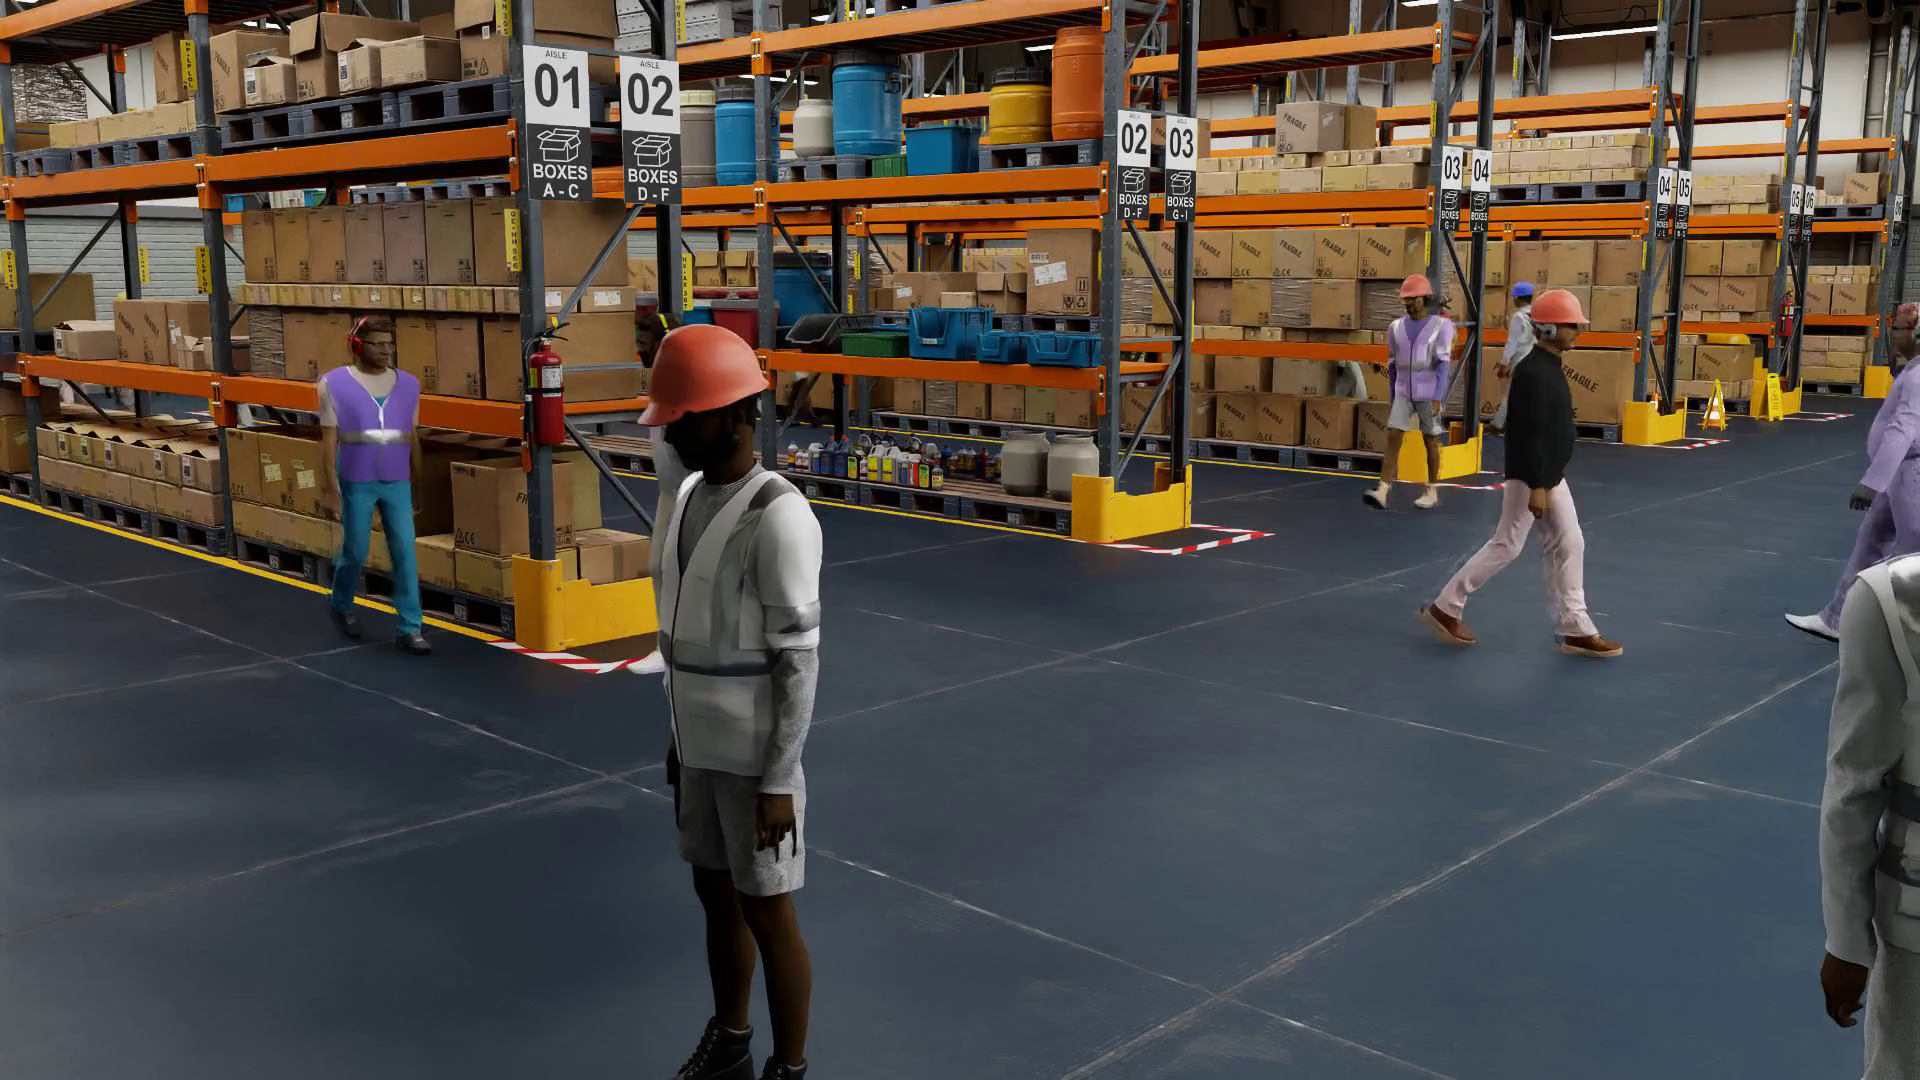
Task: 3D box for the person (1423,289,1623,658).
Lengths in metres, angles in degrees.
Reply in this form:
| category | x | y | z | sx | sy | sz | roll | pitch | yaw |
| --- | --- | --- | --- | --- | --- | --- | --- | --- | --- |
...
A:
| category | x | y | z | sx | sy | sz | roll | pitch | yaw |
| --- | --- | --- | --- | --- | --- | --- | --- | --- | --- |
| person | 3.019 | -0.363 | 8.907 | 1.002 | 1.956 | 0.639 | 6 | 11 | 32 |

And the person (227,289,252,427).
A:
| category | x | y | z | sx | sy | sz | roll | pitch | yaw |
| --- | --- | --- | --- | --- | --- | --- | --- | --- | --- |
| person | -7.783 | -1.777 | 17.686 | 0.662 | 1.907 | 0.430 | -7 | 12 | -37 |

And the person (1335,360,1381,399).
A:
| category | x | y | z | sx | sy | sz | roll | pitch | yaw |
| --- | --- | --- | --- | --- | --- | --- | --- | --- | --- |
| person | 4.935 | -2.205 | 20.383 | 0.945 | 1.876 | 0.616 | 6 | 11 | 33 |

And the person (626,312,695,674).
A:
| category | x | y | z | sx | sy | sz | roll | pitch | yaw |
| --- | --- | --- | --- | --- | --- | --- | --- | --- | --- |
| person | -1.330 | -0.241 | 8.482 | 0.712 | 1.840 | 0.535 | -5 | 11 | -28 |

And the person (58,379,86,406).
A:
| category | x | y | z | sx | sy | sz | roll | pitch | yaw |
| --- | --- | --- | --- | --- | --- | --- | --- | --- | --- |
| person | -11.482 | -2.405 | 21.437 | 0.608 | 1.946 | 1.030 | -6 | 11 | -34 |

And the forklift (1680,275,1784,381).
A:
| category | x | y | z | sx | sy | sz | roll | pitch | yaw |
| --- | --- | --- | --- | --- | --- | --- | --- | --- | --- |
| forklift | 12.480 | -3.427 | 27.053 | 1.214 | 2.155 | 2.313 | 9 | 13 | 43 |

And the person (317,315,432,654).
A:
| category | x | y | z | sx | sy | sz | roll | pitch | yaw |
| --- | --- | --- | --- | --- | --- | --- | --- | --- | --- |
| person | -3.212 | -0.317 | 9.039 | 0.584 | 1.809 | 0.870 | -8 | 12 | -40 |

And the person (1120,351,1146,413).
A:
| category | x | y | z | sx | sy | sz | roll | pitch | yaw |
| --- | --- | --- | --- | --- | --- | --- | --- | --- | --- |
| person | 2.212 | -2.399 | 21.701 | 0.627 | 1.844 | 0.429 | 4 | 10 | 23 |

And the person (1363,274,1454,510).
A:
| category | x | y | z | sx | sy | sz | roll | pitch | yaw |
| --- | --- | --- | --- | --- | --- | --- | --- | --- | --- |
| person | 3.818 | -1.231 | 14.076 | 0.614 | 1.995 | 1.017 | 8 | 12 | 39 |

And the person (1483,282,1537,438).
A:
| category | x | y | z | sx | sy | sz | roll | pitch | yaw |
| --- | --- | --- | --- | --- | --- | --- | --- | --- | --- |
| person | 6.673 | -2.129 | 19.881 | 0.986 | 1.891 | 0.636 | 8 | 12 | 41 |

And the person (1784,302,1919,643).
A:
| category | x | y | z | sx | sy | sz | roll | pitch | yaw |
| --- | --- | --- | --- | --- | --- | --- | --- | --- | --- |
| person | 4.880 | -0.309 | 8.807 | 0.839 | 1.873 | 0.651 | 5 | 10 | 27 |

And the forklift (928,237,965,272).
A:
| category | x | y | z | sx | sy | sz | roll | pitch | yaw |
| --- | --- | --- | --- | --- | --- | --- | --- | --- | --- |
| forklift | -0.326 | -5.817 | 39.609 | 1.129 | 2.768 | 1.873 | 9 | 13 | 43 |

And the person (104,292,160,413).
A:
| category | x | y | z | sx | sy | sz | roll | pitch | yaw |
| --- | --- | --- | --- | --- | --- | --- | --- | --- | --- |
| person | -8.715 | -1.704 | 17.542 | 0.746 | 1.811 | 0.599 | 8 | 12 | 42 |

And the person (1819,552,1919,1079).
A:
| category | x | y | z | sx | sy | sz | roll | pitch | yaw |
| --- | --- | --- | --- | --- | --- | --- | --- | --- | --- |
| person | 1.737 | 0.664 | 2.788 | 0.575 | 1.884 | 0.355 | 1 | 9 | 4 |

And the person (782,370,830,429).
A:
| category | x | y | z | sx | sy | sz | roll | pitch | yaw |
| --- | --- | --- | --- | --- | --- | --- | --- | --- | --- |
| person | -2.015 | -2.383 | 21.485 | 0.976 | 1.883 | 0.549 | 8 | 12 | 40 |

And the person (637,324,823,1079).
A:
| category | x | y | z | sx | sy | sz | roll | pitch | yaw |
| --- | --- | --- | --- | --- | --- | --- | --- | --- | --- |
| person | -0.543 | 0.472 | 3.837 | 0.371 | 1.928 | 0.543 | -7 | 12 | -37 |
